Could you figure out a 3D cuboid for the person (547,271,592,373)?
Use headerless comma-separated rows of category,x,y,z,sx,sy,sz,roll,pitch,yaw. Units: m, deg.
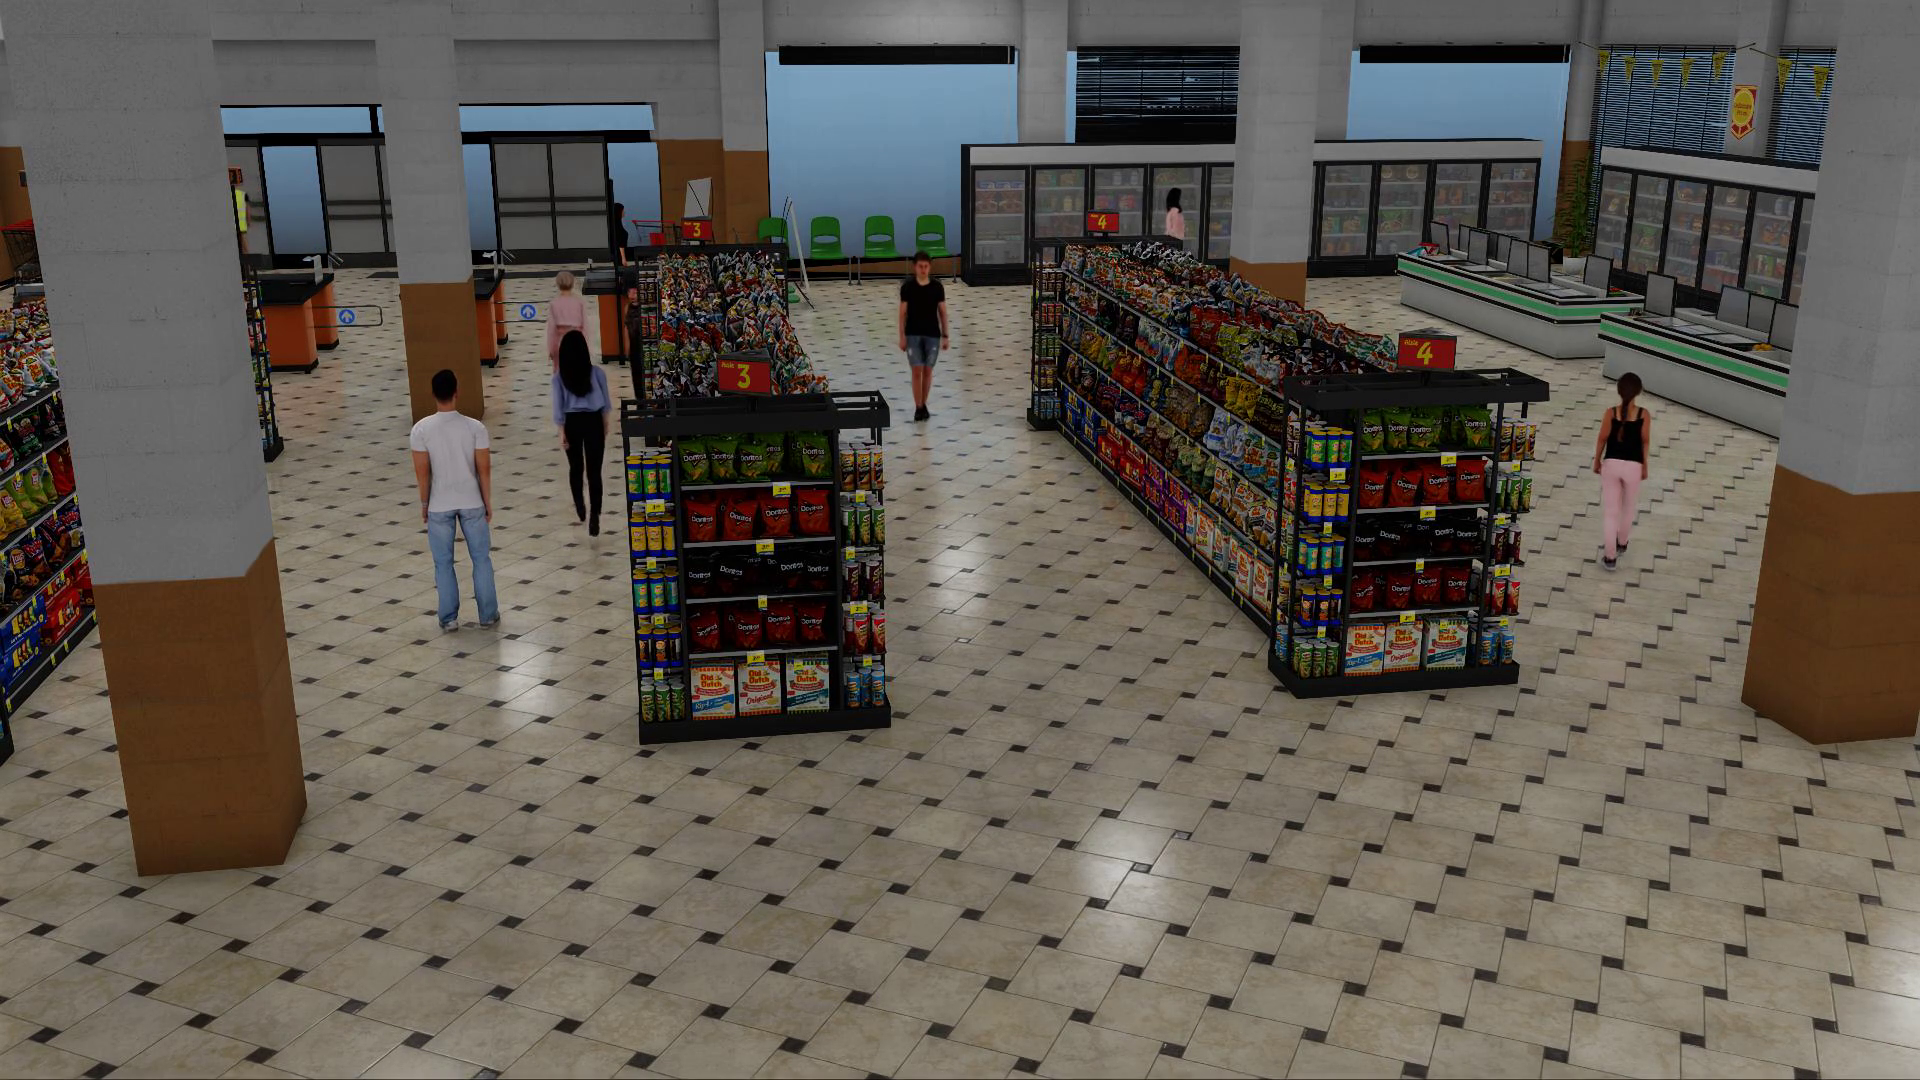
person,-4.150,-2.011,17.725,0.630,1.683,0.659,-5,18,-16

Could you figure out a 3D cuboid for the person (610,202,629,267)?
person,-5.224,-4.331,25.435,0.685,1.642,0.510,-7,18,-22

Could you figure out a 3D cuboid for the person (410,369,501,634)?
person,-3.545,-0.271,11.682,0.694,1.864,0.580,-5,18,-16

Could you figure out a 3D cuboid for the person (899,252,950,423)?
person,-0.418,-2.240,18.221,0.678,1.833,0.848,-3,17,-11

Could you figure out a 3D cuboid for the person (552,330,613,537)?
person,-3.120,-0.841,13.843,0.708,1.700,1.172,-5,18,-15

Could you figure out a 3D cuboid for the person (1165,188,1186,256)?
person,3.321,-4.717,26.528,0.783,1.746,1.028,-1,17,-3

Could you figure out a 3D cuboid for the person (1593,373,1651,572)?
person,5.201,-0.515,13.046,0.763,1.539,0.970,4,17,13

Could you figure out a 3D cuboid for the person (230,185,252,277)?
person,-12.422,-5.370,28.525,0.875,1.835,0.912,-15,23,-41

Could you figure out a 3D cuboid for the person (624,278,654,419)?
person,-3.383,-2.047,18.010,0.738,1.586,0.797,11,20,31
